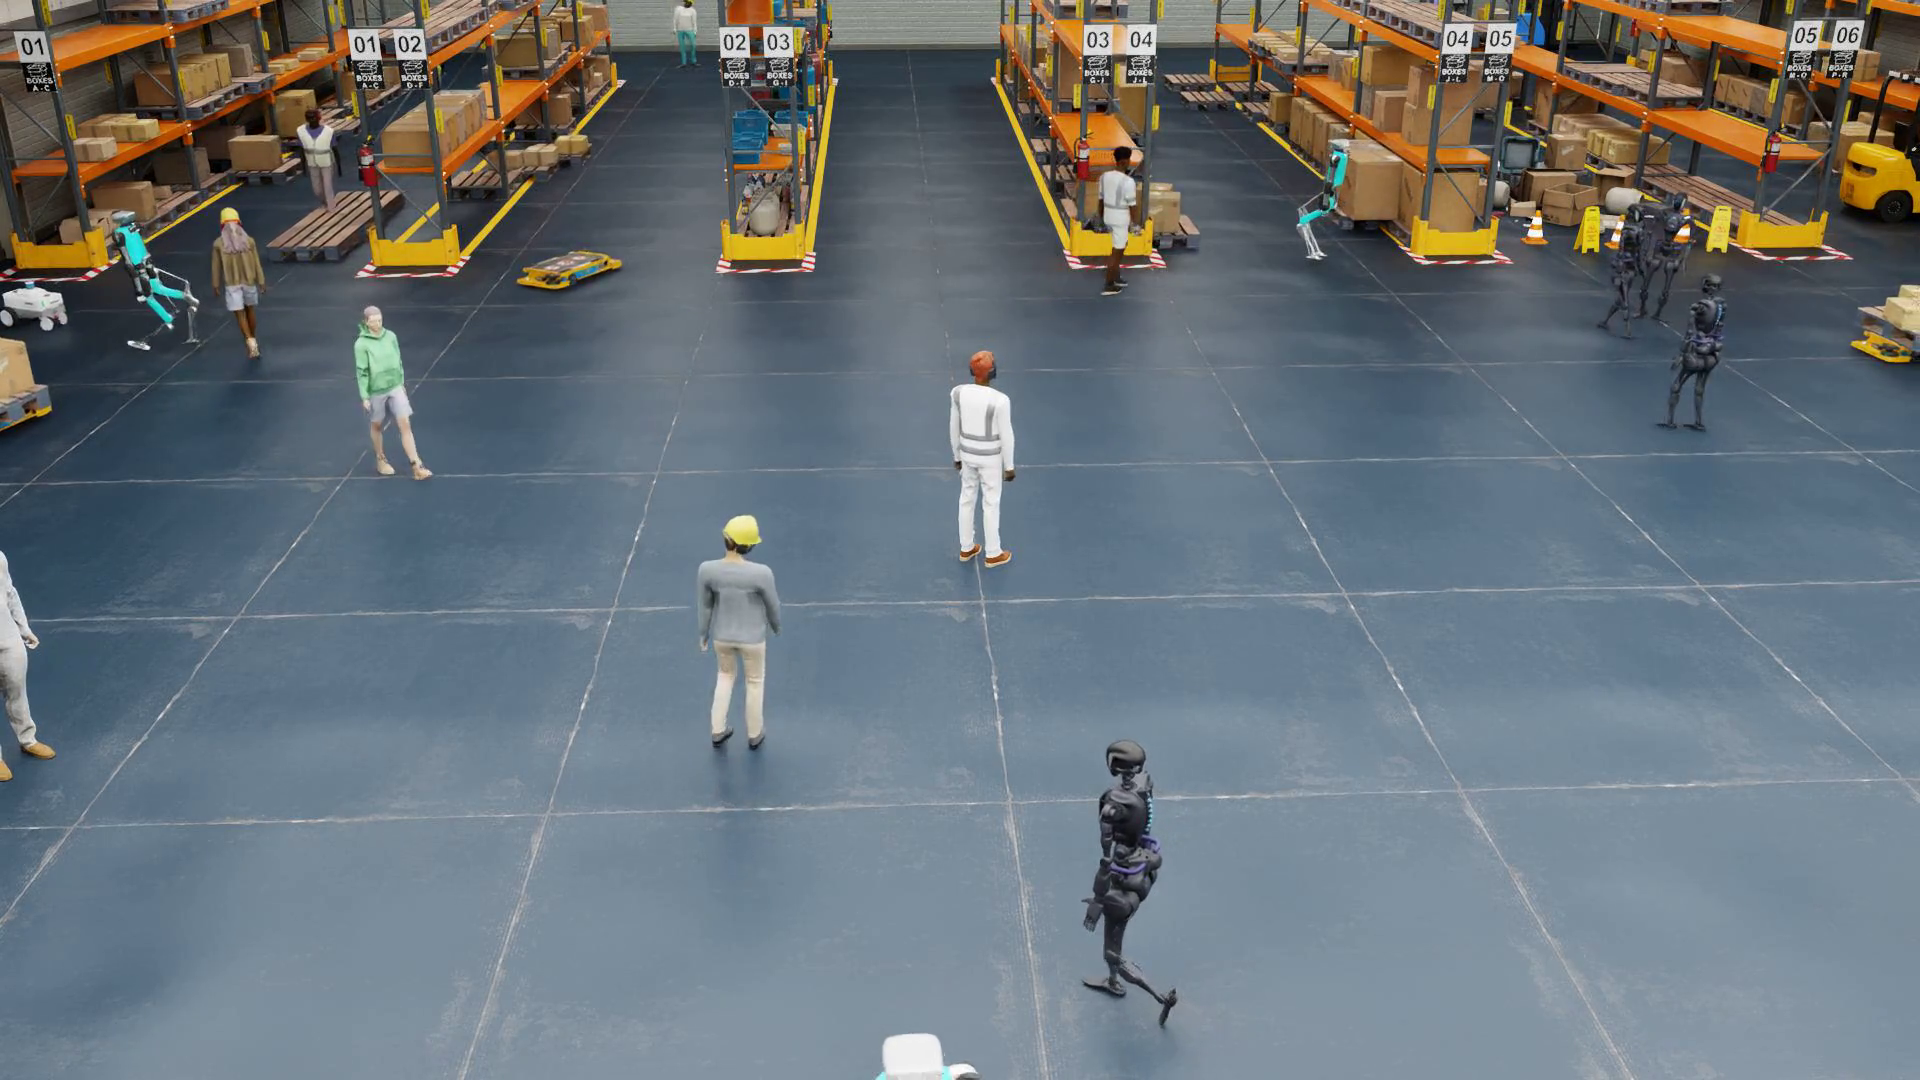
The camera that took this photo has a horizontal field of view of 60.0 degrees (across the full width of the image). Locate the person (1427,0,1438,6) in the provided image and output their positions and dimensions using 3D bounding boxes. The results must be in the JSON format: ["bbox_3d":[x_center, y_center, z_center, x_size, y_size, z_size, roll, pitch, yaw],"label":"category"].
[{"bbox_3d":[11.754,-13.020,41.847,0.376,1.796,0.604,-21,31,-38],"label":"person"}]

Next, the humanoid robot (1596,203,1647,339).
[{"bbox_3d":[8.142,-3.276,20.152,0.625,1.630,0.718,-20,31,-38],"label":"humanoid robot"}]

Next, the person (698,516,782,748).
[{"bbox_3d":[-1.466,0.626,11.254,0.556,1.743,0.415,5,25,12],"label":"person"}]

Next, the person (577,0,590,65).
[{"bbox_3d":[-9.265,-12.506,40.633,0.482,1.839,0.570,12,26,24],"label":"person"}]

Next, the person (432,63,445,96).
[{"bbox_3d":[-11.030,-9.774,34.709,0.534,1.670,0.778,-2,24,-4],"label":"person"}]

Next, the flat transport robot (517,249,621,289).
[{"bbox_3d":[-5.355,-3.715,22.819,0.659,0.231,1.431,12,27,25],"label":"flat transport robot"}]

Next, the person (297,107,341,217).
[{"bbox_3d":[-9.746,-5.720,25.406,0.587,1.824,0.659,-1,24,-2],"label":"person"}]

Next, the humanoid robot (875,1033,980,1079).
[{"bbox_3d":[-0.098,2.817,6.405,0.539,1.767,1.031,-6,25,-13],"label":"humanoid robot"}]

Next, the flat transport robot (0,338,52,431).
[{"bbox_3d":[-10.192,-1.207,17.184,0.659,0.231,1.431,6,25,13],"label":"flat transport robot"}]

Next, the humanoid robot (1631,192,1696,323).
[{"bbox_3d":[8.754,-3.519,20.657,0.604,1.644,0.360,15,28,30],"label":"humanoid robot"}]

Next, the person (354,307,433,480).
[{"bbox_3d":[-5.418,-1.362,15.754,0.513,1.698,0.879,-21,32,-39],"label":"person"}]

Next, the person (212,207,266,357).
[{"bbox_3d":[-8.408,-3.002,19.412,0.544,1.738,0.799,-14,28,-29],"label":"person"}]

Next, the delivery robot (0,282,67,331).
[{"bbox_3d":[-11.517,-2.908,20.673,0.781,0.610,0.525,9,26,20],"label":"delivery robot"}]

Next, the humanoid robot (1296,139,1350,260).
[{"bbox_3d":[5.022,-4.789,23.303,0.746,1.685,0.532,13,27,27],"label":"humanoid robot"}]

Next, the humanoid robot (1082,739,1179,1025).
[{"bbox_3d":[0.941,1.781,8.759,0.620,1.631,0.609,14,27,28],"label":"humanoid robot"}]

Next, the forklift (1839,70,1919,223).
[{"bbox_3d":[15.132,-6.143,25.915,2.313,2.155,1.214,-1,24,-2],"label":"forklift"}]

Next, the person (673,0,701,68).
[{"bbox_3d":[-6.680,-12.402,40.568,0.624,1.718,0.326,-5,24,-10],"label":"person"}]

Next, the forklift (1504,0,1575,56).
[{"bbox_3d":[14.700,-13.805,42.301,1.873,2.768,1.129,-1,24,-2],"label":"forklift"}]

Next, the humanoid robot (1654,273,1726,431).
[{"bbox_3d":[7.589,-1.934,17.079,0.590,1.644,0.381,-13,27,-27],"label":"humanoid robot"}]

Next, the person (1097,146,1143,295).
[{"bbox_3d":[2.147,-4.204,21.852,0.631,1.941,0.614,-14,28,-28],"label":"person"}]

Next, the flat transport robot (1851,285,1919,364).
[{"bbox_3d":[11.393,-2.310,19.663,1.431,0.231,0.659,-4,24,-9],"label":"flat transport robot"}]

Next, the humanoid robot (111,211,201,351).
[{"bbox_3d":[-9.305,-2.967,19.376,1.062,1.732,0.562,0,24,-1],"label":"humanoid robot"}]

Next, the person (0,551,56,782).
[{"bbox_3d":[-6.406,0.669,10.972,0.365,1.894,0.585,13,27,26],"label":"person"}]

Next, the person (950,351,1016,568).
[{"bbox_3d":[0.193,-0.673,14.005,0.611,1.874,0.343,14,28,29],"label":"person"}]
